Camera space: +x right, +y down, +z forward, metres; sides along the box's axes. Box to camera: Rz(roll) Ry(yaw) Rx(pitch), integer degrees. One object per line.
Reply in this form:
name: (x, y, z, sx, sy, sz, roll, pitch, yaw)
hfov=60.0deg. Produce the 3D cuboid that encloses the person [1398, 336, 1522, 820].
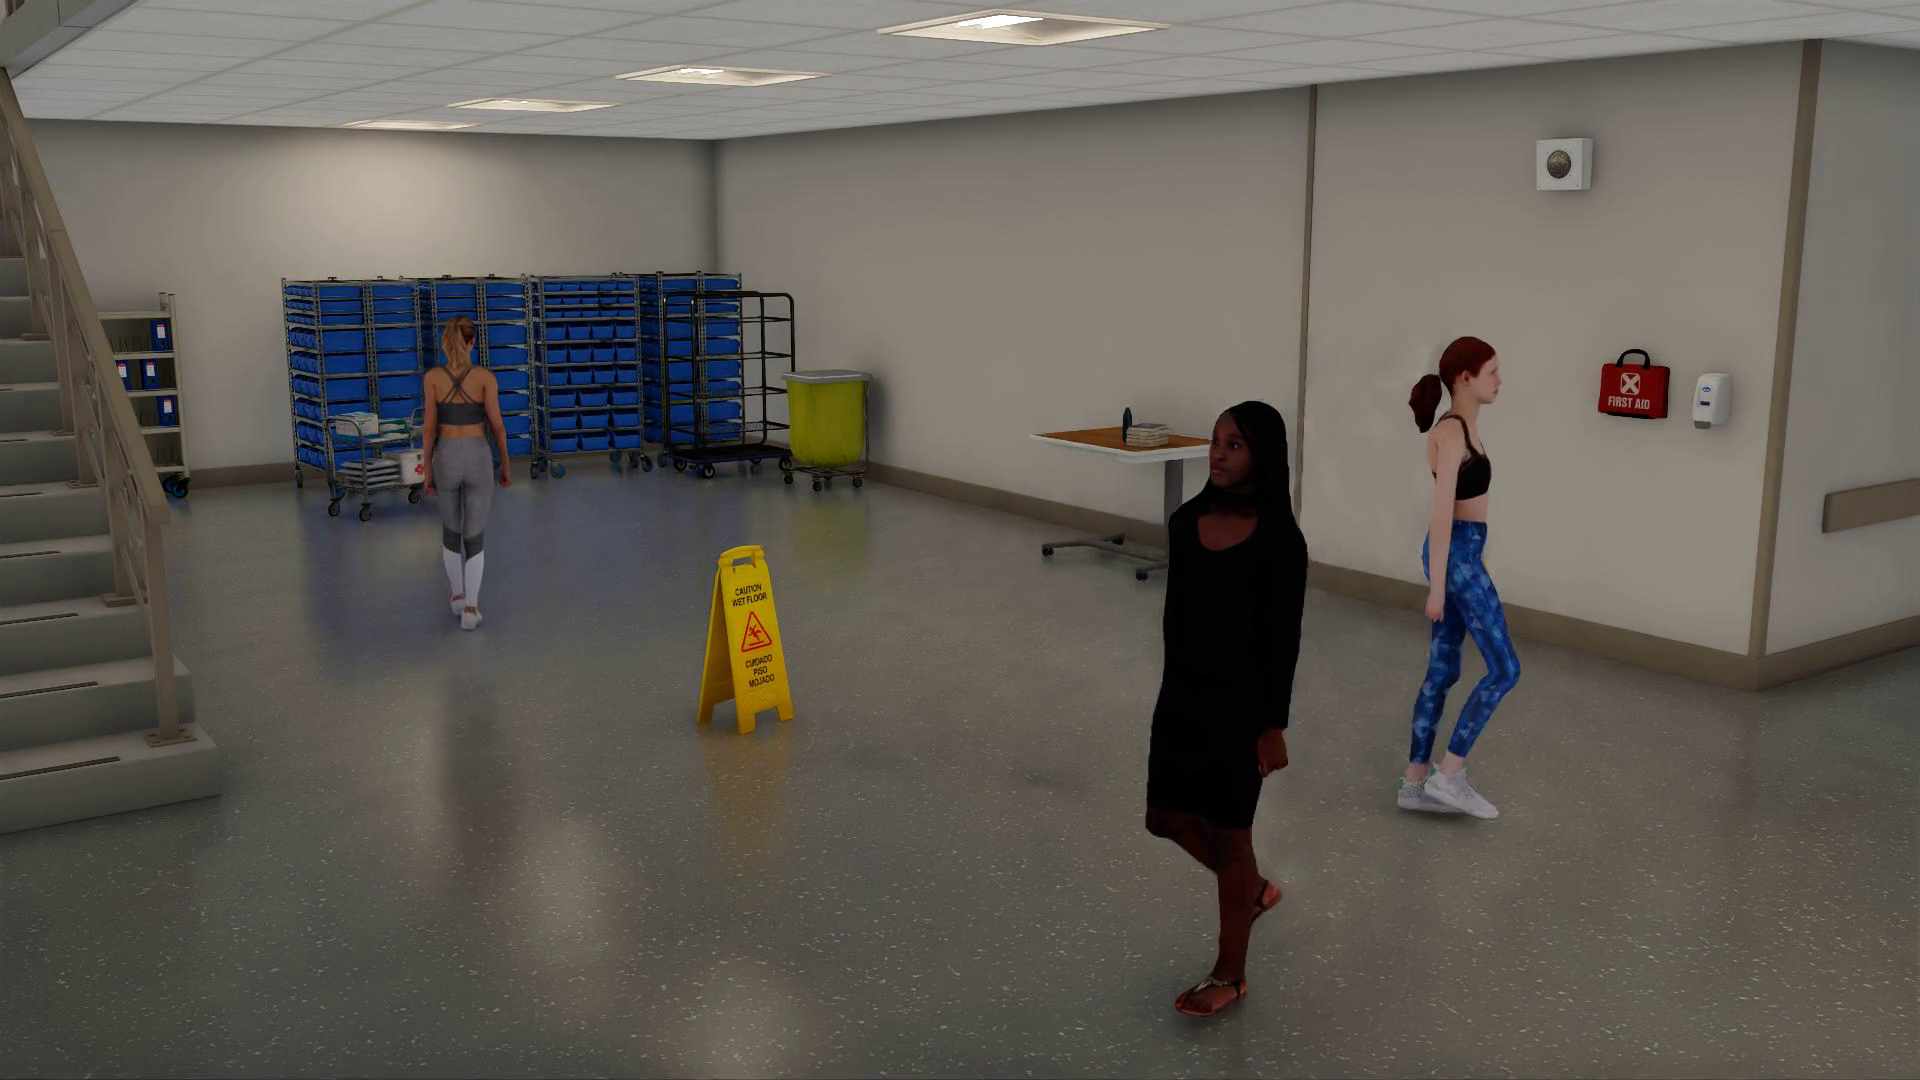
person: (1.728, 0.153, 6.110, 0.795, 1.774, 0.732, 3, 11, 14)

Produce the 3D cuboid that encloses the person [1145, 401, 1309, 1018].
person: (0.798, 0.466, 4.633, 0.720, 1.708, 0.648, -9, 14, -39)

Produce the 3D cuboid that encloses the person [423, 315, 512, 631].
person: (-2.689, -0.350, 8.980, 0.802, 1.692, 0.926, -2, 11, -9)
